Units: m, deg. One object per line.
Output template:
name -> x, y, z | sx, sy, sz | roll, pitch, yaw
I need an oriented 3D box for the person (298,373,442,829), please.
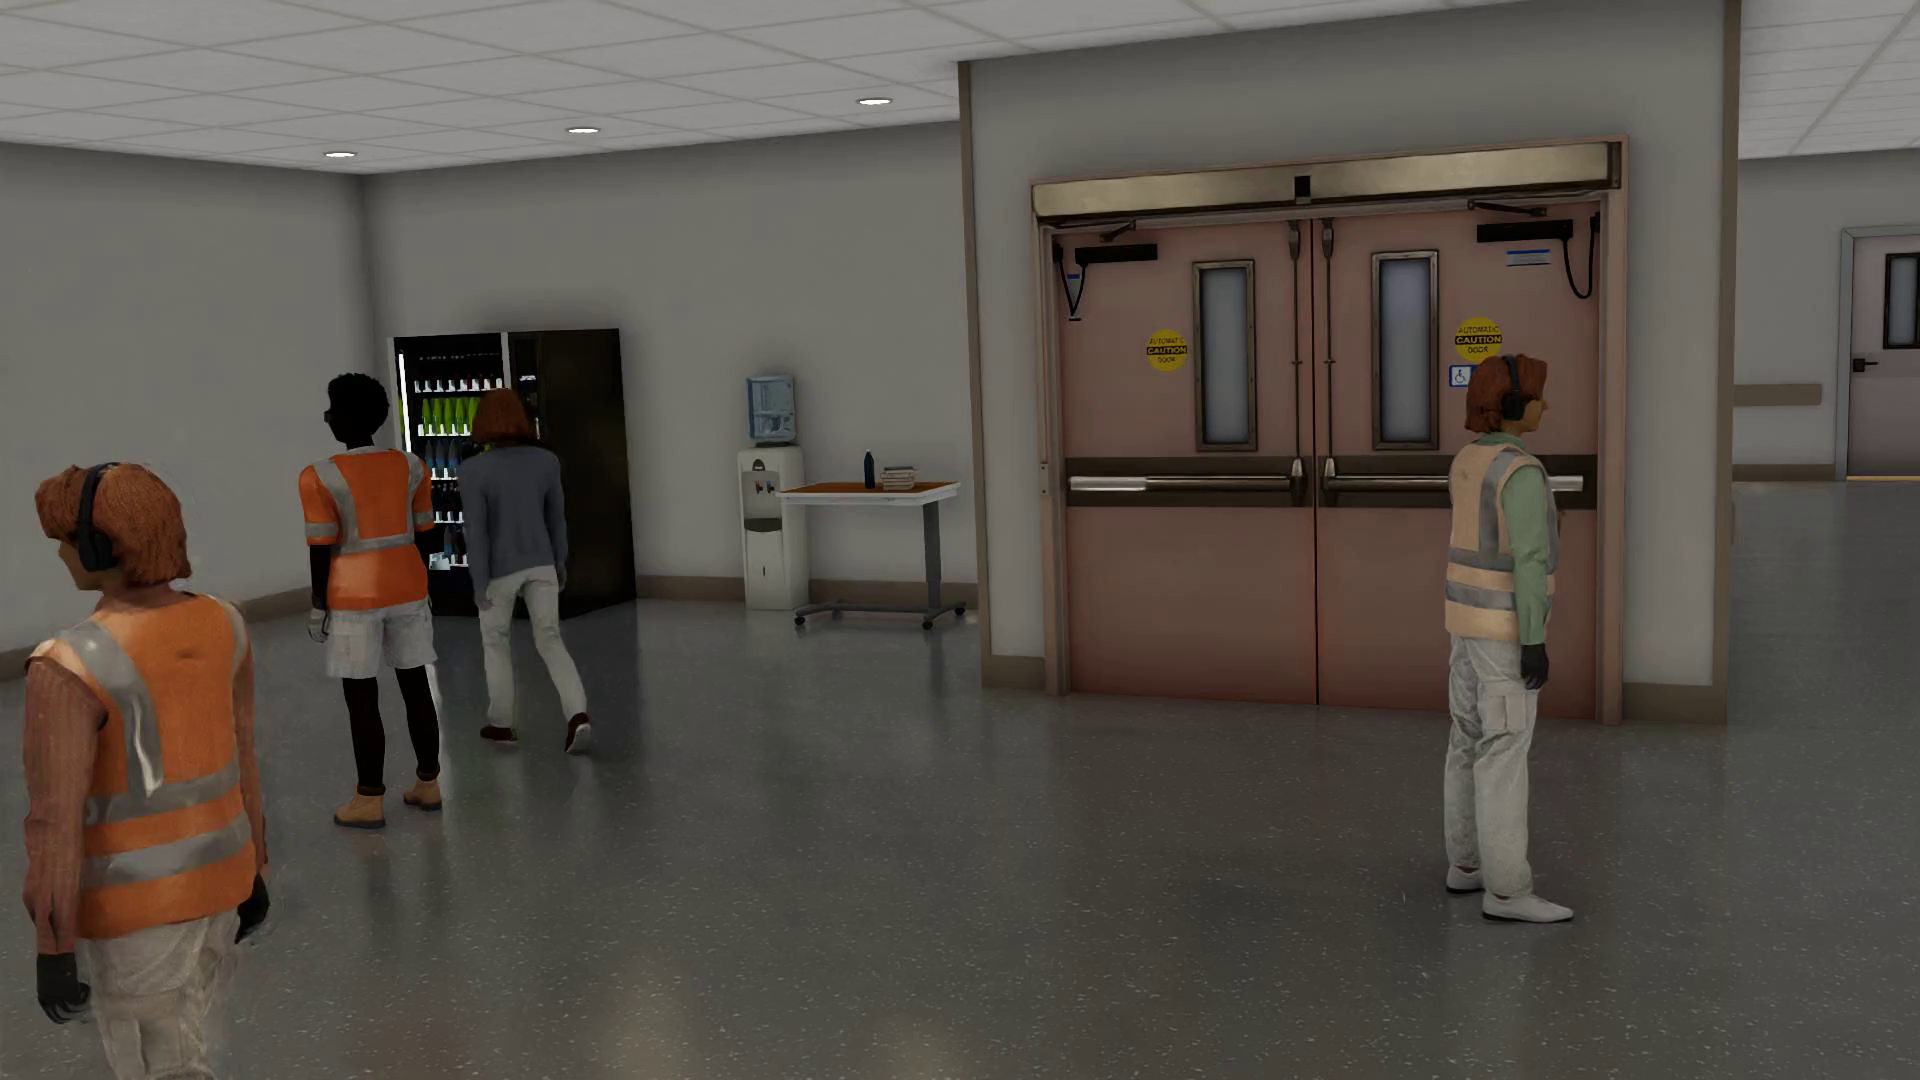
person -> -2.198, 0.225, 6.238 | 0.318, 1.698, 0.535 | 4, 9, 38

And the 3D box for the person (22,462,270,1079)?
person -> -1.392, 0.666, 3.001 | 0.737, 1.628, 0.524 | -1, 8, 12

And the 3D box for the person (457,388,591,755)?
person -> -1.886, 0.135, 7.223 | 0.508, 1.600, 0.806 | -9, 10, -41

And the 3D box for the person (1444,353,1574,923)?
person -> 1.581, 0.279, 4.871 | 0.315, 1.640, 0.514 | -3, 7, -4
